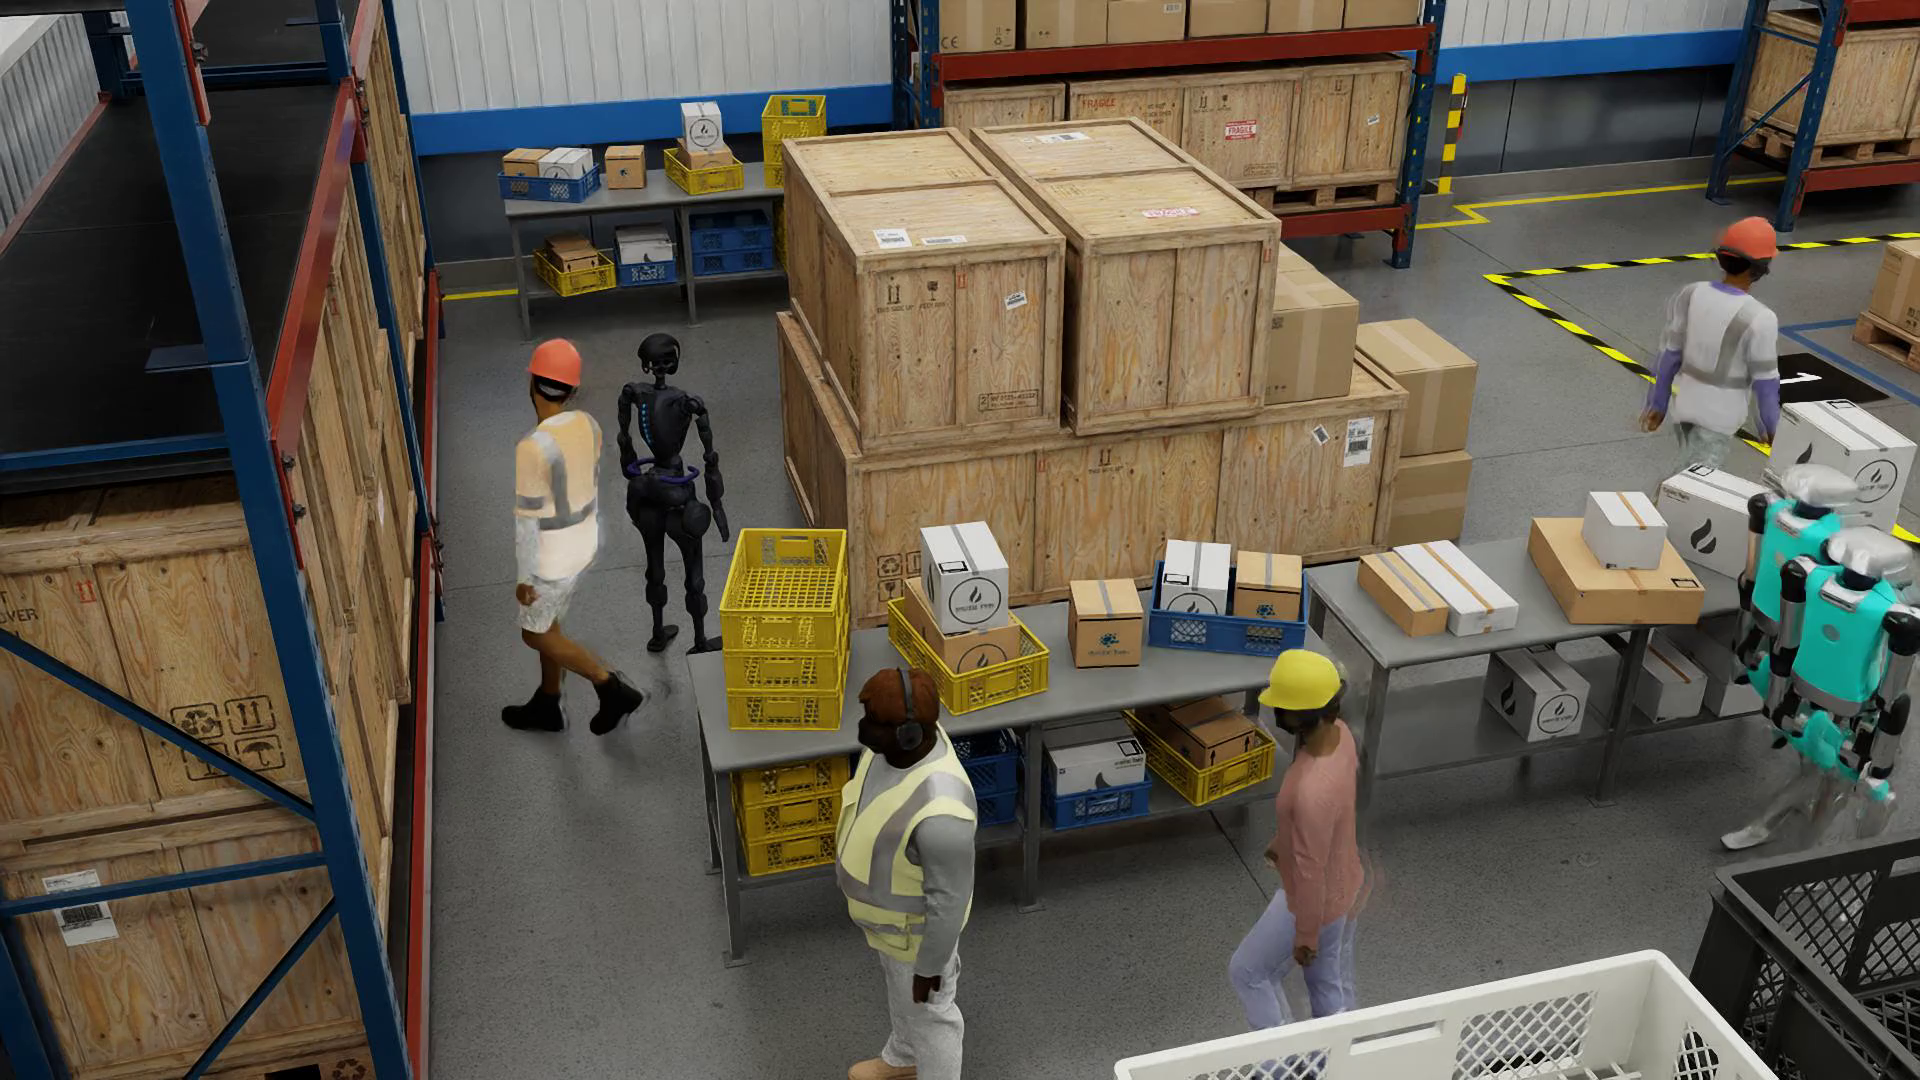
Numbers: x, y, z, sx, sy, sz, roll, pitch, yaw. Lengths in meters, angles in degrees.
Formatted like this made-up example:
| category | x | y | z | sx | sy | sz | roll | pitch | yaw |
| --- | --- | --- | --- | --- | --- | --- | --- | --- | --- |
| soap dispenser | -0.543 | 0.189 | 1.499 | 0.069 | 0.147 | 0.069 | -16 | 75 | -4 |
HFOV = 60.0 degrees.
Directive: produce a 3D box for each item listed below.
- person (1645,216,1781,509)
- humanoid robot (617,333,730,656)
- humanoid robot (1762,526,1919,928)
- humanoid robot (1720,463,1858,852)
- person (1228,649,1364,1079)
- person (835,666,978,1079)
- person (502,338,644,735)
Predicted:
| category | x | y | z | sx | sy | sz | roll | pitch | yaw |
| --- | --- | --- | --- | --- | --- | --- | --- | --- | --- |
| person | 3.906 | -0.684 | 8.579 | 1.001 | 1.990 | 0.603 | -7 | 30 | -12 |
| humanoid robot | -1.402 | -0.210 | 8.023 | 0.599 | 1.657 | 0.315 | 14 | 32 | 24 |
| humanoid robot | 3.411 | 0.698 | 6.345 | 0.800 | 1.781 | 0.530 | -17 | 33 | -27 |
| humanoid robot | 3.505 | 0.536 | 6.700 | 0.856 | 1.854 | 0.547 | -5 | 29 | -10 |
| person | 1.120 | 1.143 | 5.512 | 0.536 | 1.737 | 0.542 | 13 | 31 | 22 |
| person | -0.176 | 1.190 | 5.326 | 0.430 | 1.845 | 0.618 | -9 | 30 | -16 |
| person | -1.807 | 0.036 | 7.373 | 0.613 | 1.876 | 0.571 | 5 | 29 | 9 |
